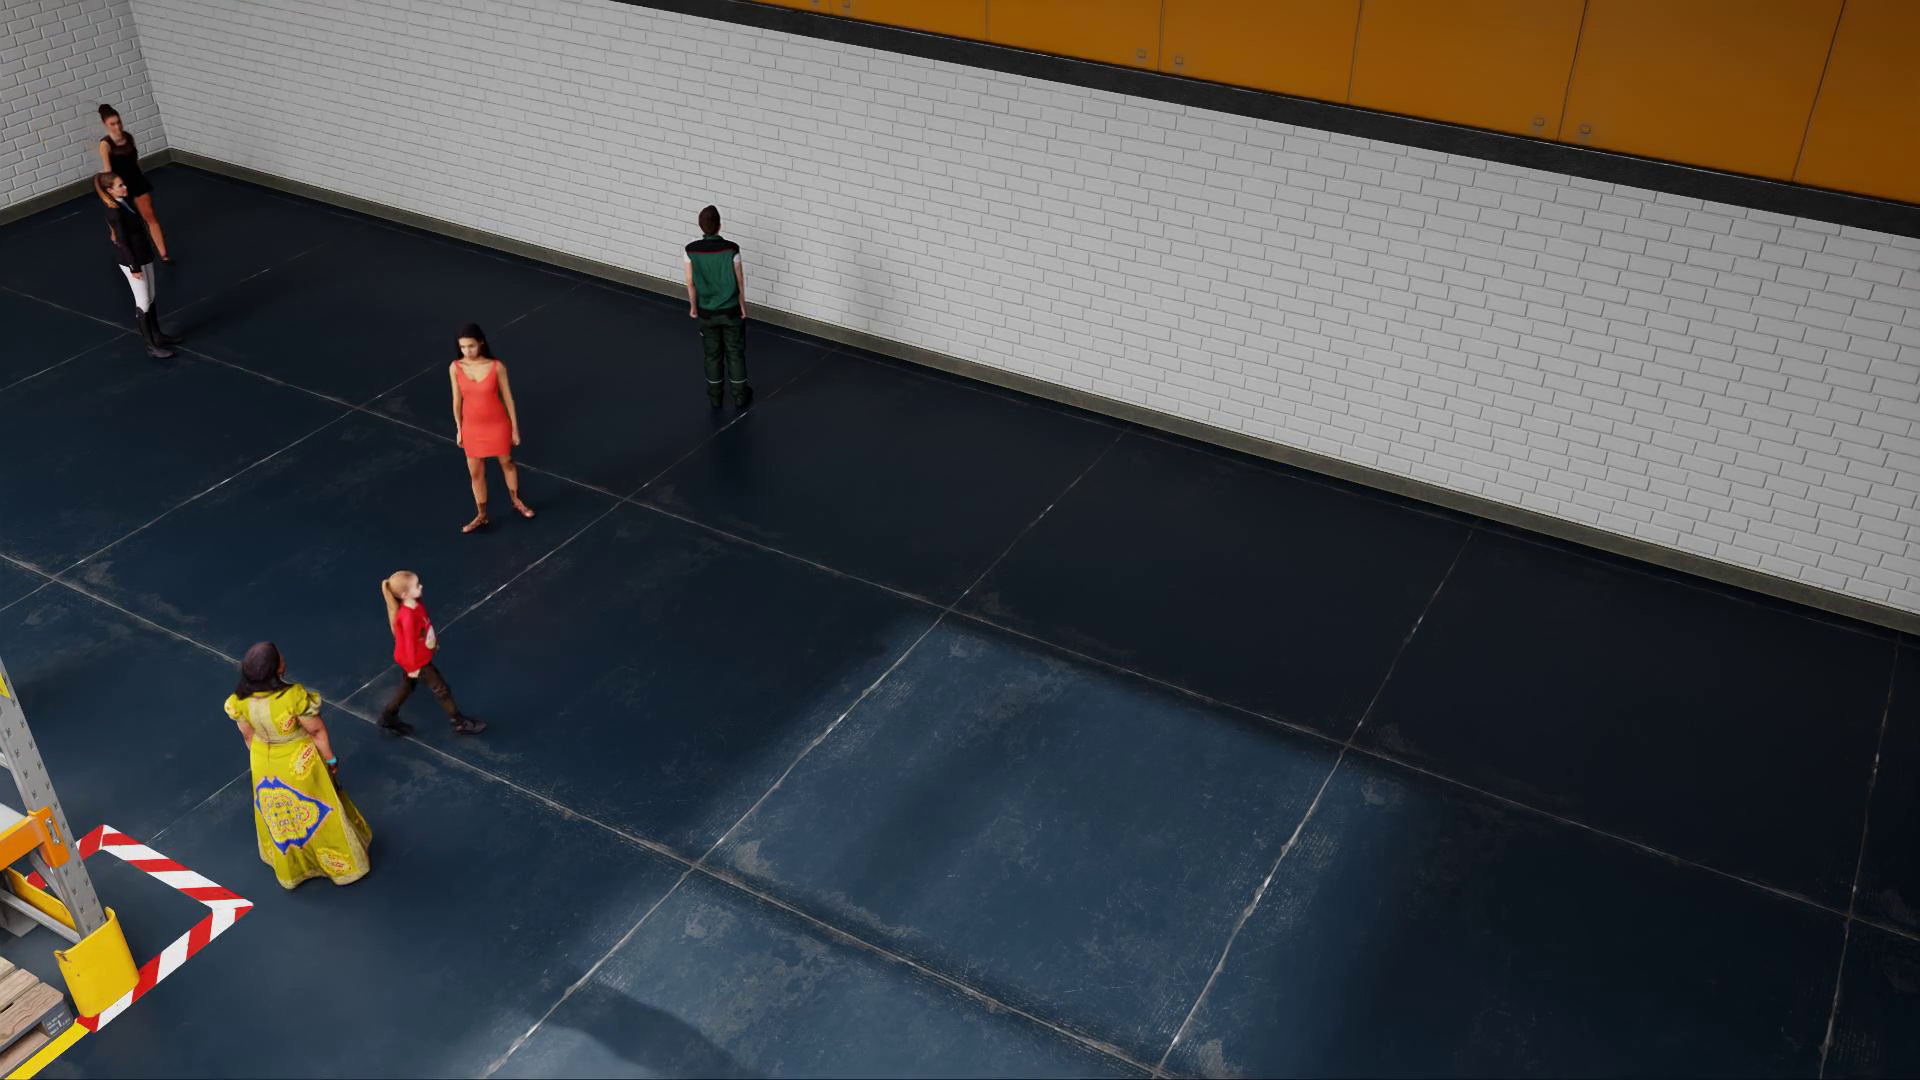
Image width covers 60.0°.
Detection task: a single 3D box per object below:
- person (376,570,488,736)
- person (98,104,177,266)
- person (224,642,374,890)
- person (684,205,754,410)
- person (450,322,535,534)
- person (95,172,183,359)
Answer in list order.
[{"bbox_3d":[-3.507,0.755,10.541,0.931,1.257,0.883,-9,35,-13],"label":"person"},{"bbox_3d":[-8.397,-3.555,16.683,0.680,1.636,1.027,16,37,23],"label":"person"},{"bbox_3d":[-3.775,1.270,9.402,0.986,1.659,0.979,1,34,2],"label":"person"},{"bbox_3d":[-2.042,-1.977,14.122,0.738,1.843,0.753,0,34,0],"label":"person"},{"bbox_3d":[-3.561,-0.880,12.589,0.814,1.712,0.855,-9,35,-13],"label":"person"},{"bbox_3d":[-7.418,-2.492,15.000,0.729,1.729,0.649,-4,34,-6],"label":"person"}]
